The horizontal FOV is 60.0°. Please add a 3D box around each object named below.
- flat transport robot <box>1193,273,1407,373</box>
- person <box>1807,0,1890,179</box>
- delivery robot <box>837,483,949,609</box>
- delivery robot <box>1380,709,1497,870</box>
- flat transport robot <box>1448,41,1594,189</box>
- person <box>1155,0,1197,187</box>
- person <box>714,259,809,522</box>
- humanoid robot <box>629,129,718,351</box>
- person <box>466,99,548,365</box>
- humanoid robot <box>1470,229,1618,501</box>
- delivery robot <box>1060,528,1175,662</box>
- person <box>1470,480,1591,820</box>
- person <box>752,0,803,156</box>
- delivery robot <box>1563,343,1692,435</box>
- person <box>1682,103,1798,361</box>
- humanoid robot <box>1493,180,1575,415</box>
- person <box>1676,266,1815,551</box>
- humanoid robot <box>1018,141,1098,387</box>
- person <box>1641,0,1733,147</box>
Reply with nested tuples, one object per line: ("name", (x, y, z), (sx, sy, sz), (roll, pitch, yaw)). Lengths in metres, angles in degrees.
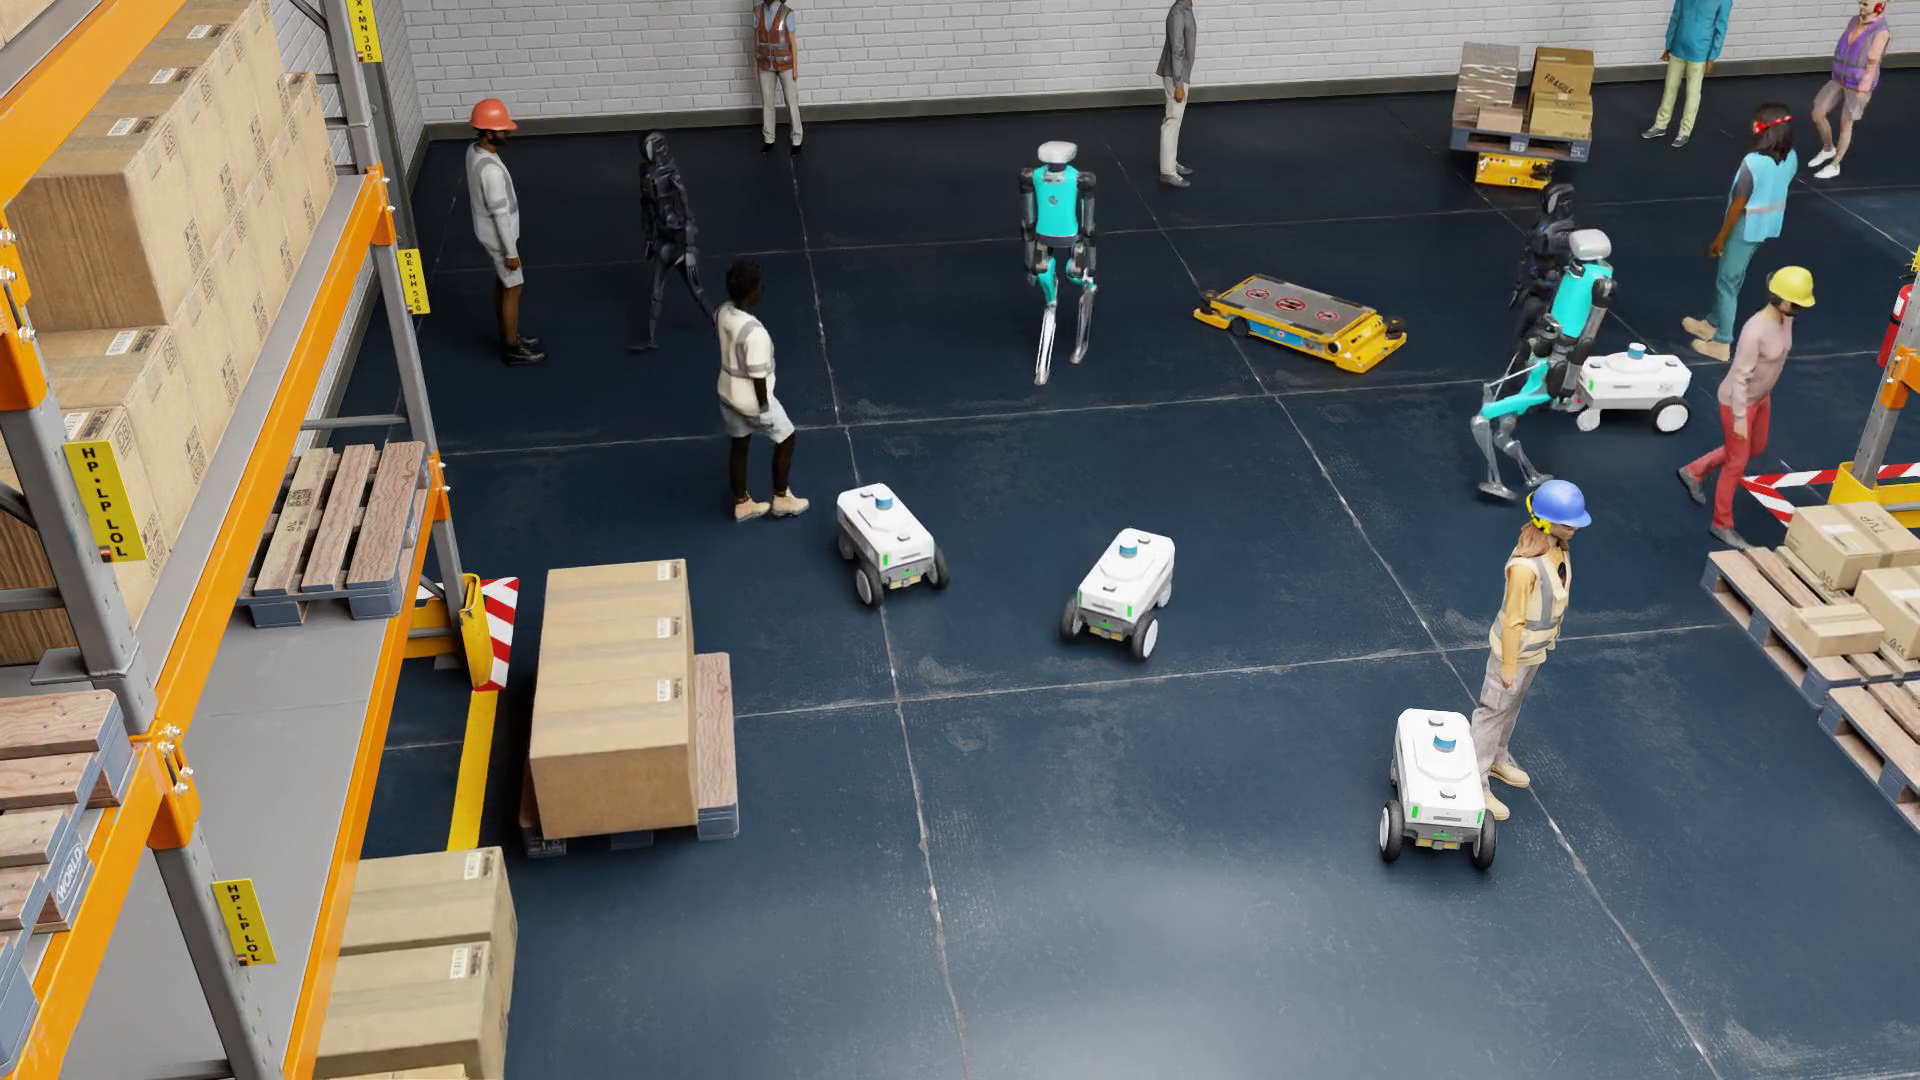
("flat transport robot", (2.517, -1.628, 12.347), (1.431, 0.231, 0.659), (25, 40, 32))
("person", (7.877, -4.020, 14.724), (0.399, 1.681, 0.492), (-11, 35, -16))
("delivery robot", (-0.419, 0.013, 9.585), (0.499, 0.610, 0.793), (-15, 36, -22))
("delivery robot", (2.244, 1.156, 7.824), (0.499, 0.599, 0.784), (4, 33, 6))
("flat transport robot", (5.128, -3.594, 15.361), (0.659, 0.231, 1.431), (9, 34, 14))
("person", (1.913, -4.072, 14.603), (0.395, 1.899, 0.531), (6, 34, 9))
("person", (-1.176, -0.889, 9.911), (0.559, 1.683, 0.554), (-22, 39, -30))
("humanoid robot", (-2.070, -2.127, 11.873), (0.788, 1.625, 0.613), (-29, 43, -36))
("person", (-3.180, -2.133, 11.613), (0.383, 1.924, 0.547), (-15, 36, -22))
("humanoid robot", (3.403, -0.997, 10.055), (0.915, 1.777, 0.530), (-5, 33, -7))
("delivery robot", (0.908, 0.279, 9.181), (0.499, 0.614, 0.818), (15, 36, 22))
("person", (2.620, 0.493, 7.716), (0.308, 1.778, 0.461), (23, 39, 31))
("person", (-1.684, -4.355, 15.235), (0.432, 1.681, 0.317), (9, 34, 14))
("delivery robot", (4.511, -1.026, 11.181), (0.814, 0.614, 0.499), (-2, 33, -2))
("person", (5.502, -2.197, 11.773), (0.549, 1.861, 0.553), (-19, 37, -26))
("humanoid robot", (3.860, -1.593, 11.015), (0.322, 1.649, 0.609), (-10, 35, -16))
("person", (4.610, -0.829, 9.768), (0.582, 1.738, 0.696), (-25, 41, -33))
("humanoid robot", (0.752, -2.000, 11.594), (0.535, 1.772, 0.899), (10, 35, 16))
("person", (6.789, -4.556, 15.474), (0.340, 1.751, 0.562), (-21, 39, -29))
